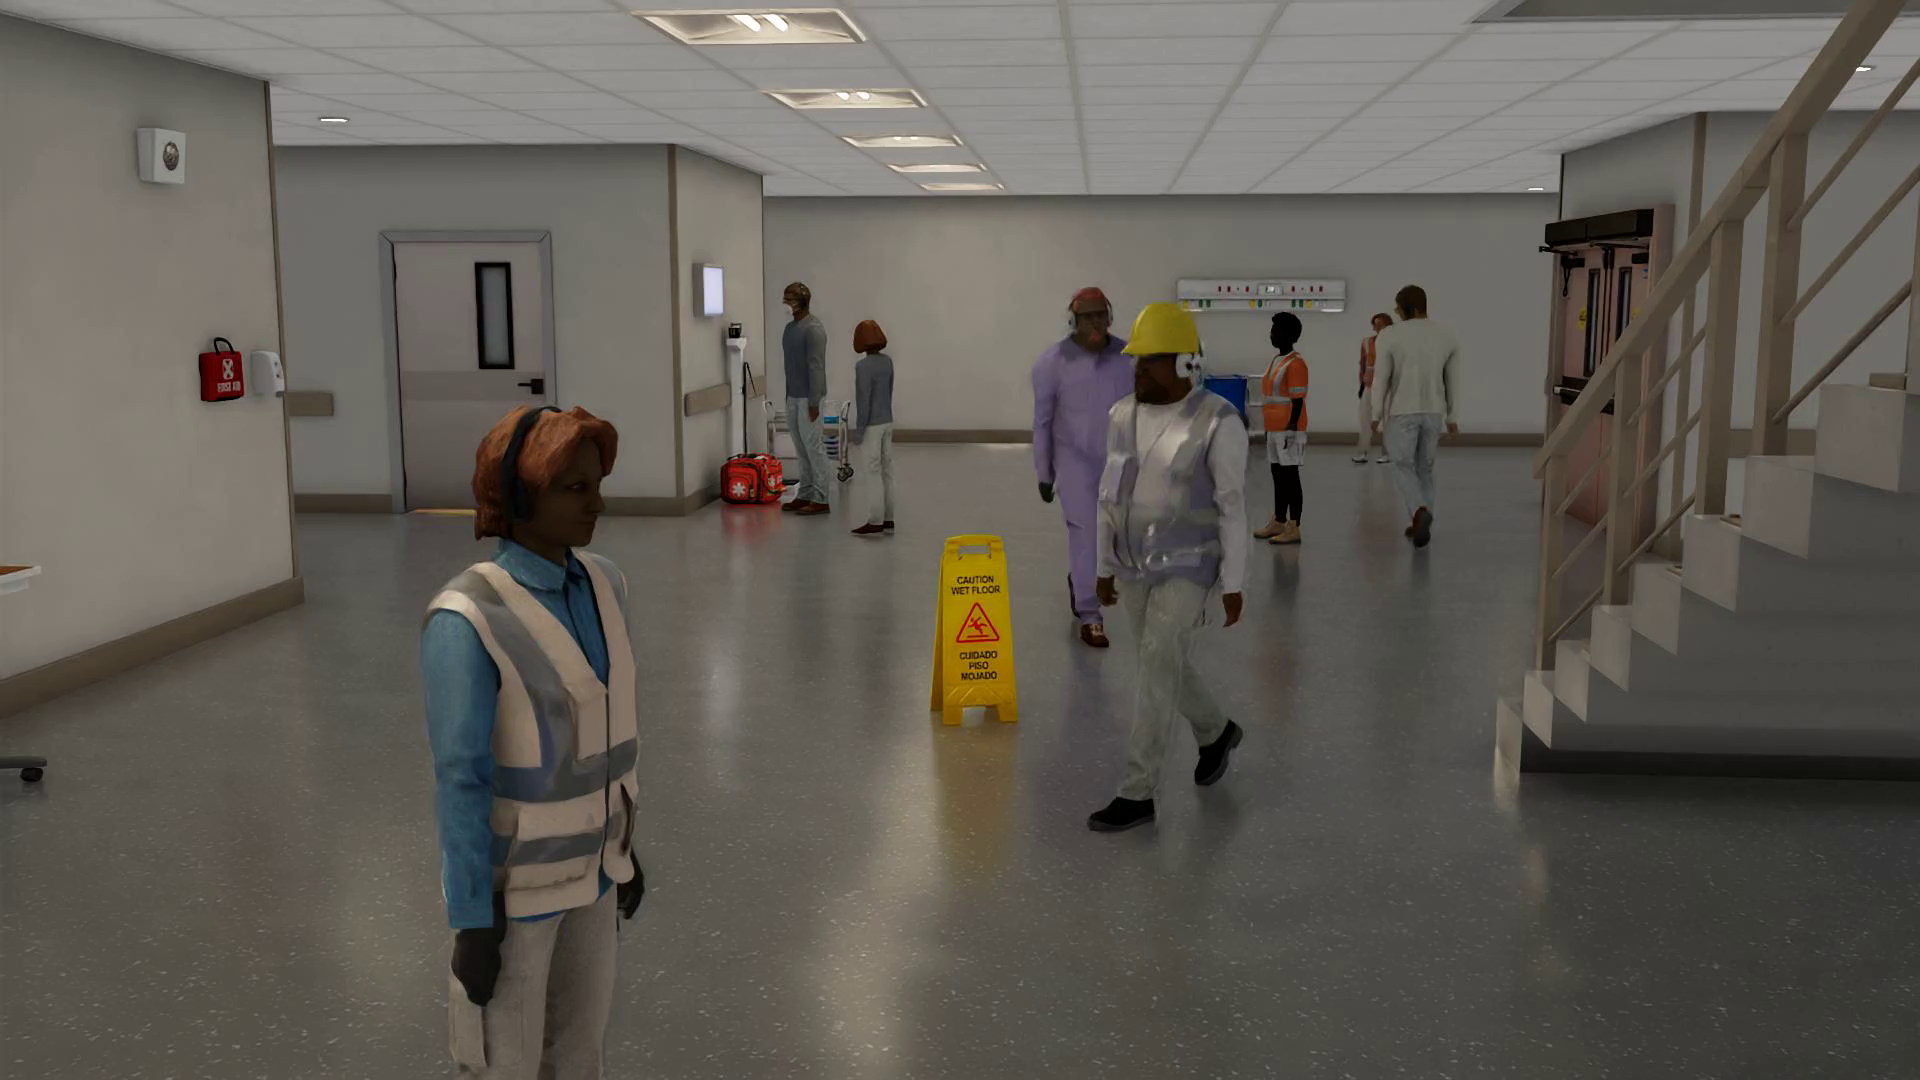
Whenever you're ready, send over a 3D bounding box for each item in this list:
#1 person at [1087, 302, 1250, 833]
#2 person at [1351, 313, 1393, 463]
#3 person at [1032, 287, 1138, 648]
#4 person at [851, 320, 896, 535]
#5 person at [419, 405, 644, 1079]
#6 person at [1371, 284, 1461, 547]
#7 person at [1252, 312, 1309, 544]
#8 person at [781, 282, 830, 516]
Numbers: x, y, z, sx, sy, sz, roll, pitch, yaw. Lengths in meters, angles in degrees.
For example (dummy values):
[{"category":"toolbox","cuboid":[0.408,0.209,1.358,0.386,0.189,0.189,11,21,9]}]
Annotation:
[{"category":"person","cuboid":[0.760,0.066,5.851,0.871,1.803,0.604,-7,11,-41]},{"category":"person","cuboid":[4.469,-1.615,17.842,0.540,1.614,0.674,6,11,37]},{"category":"person","cuboid":[0.694,-0.420,8.917,0.632,1.868,0.910,-2,9,-16]},{"category":"person","cuboid":[-0.663,-0.855,12.650,0.282,1.633,0.498,4,9,25]},{"category":"person","cuboid":[-0.705,0.590,2.819,0.310,1.636,0.522,3,9,18]},{"category":"person","cuboid":[3.324,-0.892,12.023,0.638,1.905,0.824,-1,8,-8]},{"category":"person","cuboid":[2.368,-0.818,12.188,0.318,1.697,0.533,-2,9,-11]},{"category":"person","cuboid":[-1.292,-1.169,13.806,0.378,1.931,0.625,-5,9,-28]}]
